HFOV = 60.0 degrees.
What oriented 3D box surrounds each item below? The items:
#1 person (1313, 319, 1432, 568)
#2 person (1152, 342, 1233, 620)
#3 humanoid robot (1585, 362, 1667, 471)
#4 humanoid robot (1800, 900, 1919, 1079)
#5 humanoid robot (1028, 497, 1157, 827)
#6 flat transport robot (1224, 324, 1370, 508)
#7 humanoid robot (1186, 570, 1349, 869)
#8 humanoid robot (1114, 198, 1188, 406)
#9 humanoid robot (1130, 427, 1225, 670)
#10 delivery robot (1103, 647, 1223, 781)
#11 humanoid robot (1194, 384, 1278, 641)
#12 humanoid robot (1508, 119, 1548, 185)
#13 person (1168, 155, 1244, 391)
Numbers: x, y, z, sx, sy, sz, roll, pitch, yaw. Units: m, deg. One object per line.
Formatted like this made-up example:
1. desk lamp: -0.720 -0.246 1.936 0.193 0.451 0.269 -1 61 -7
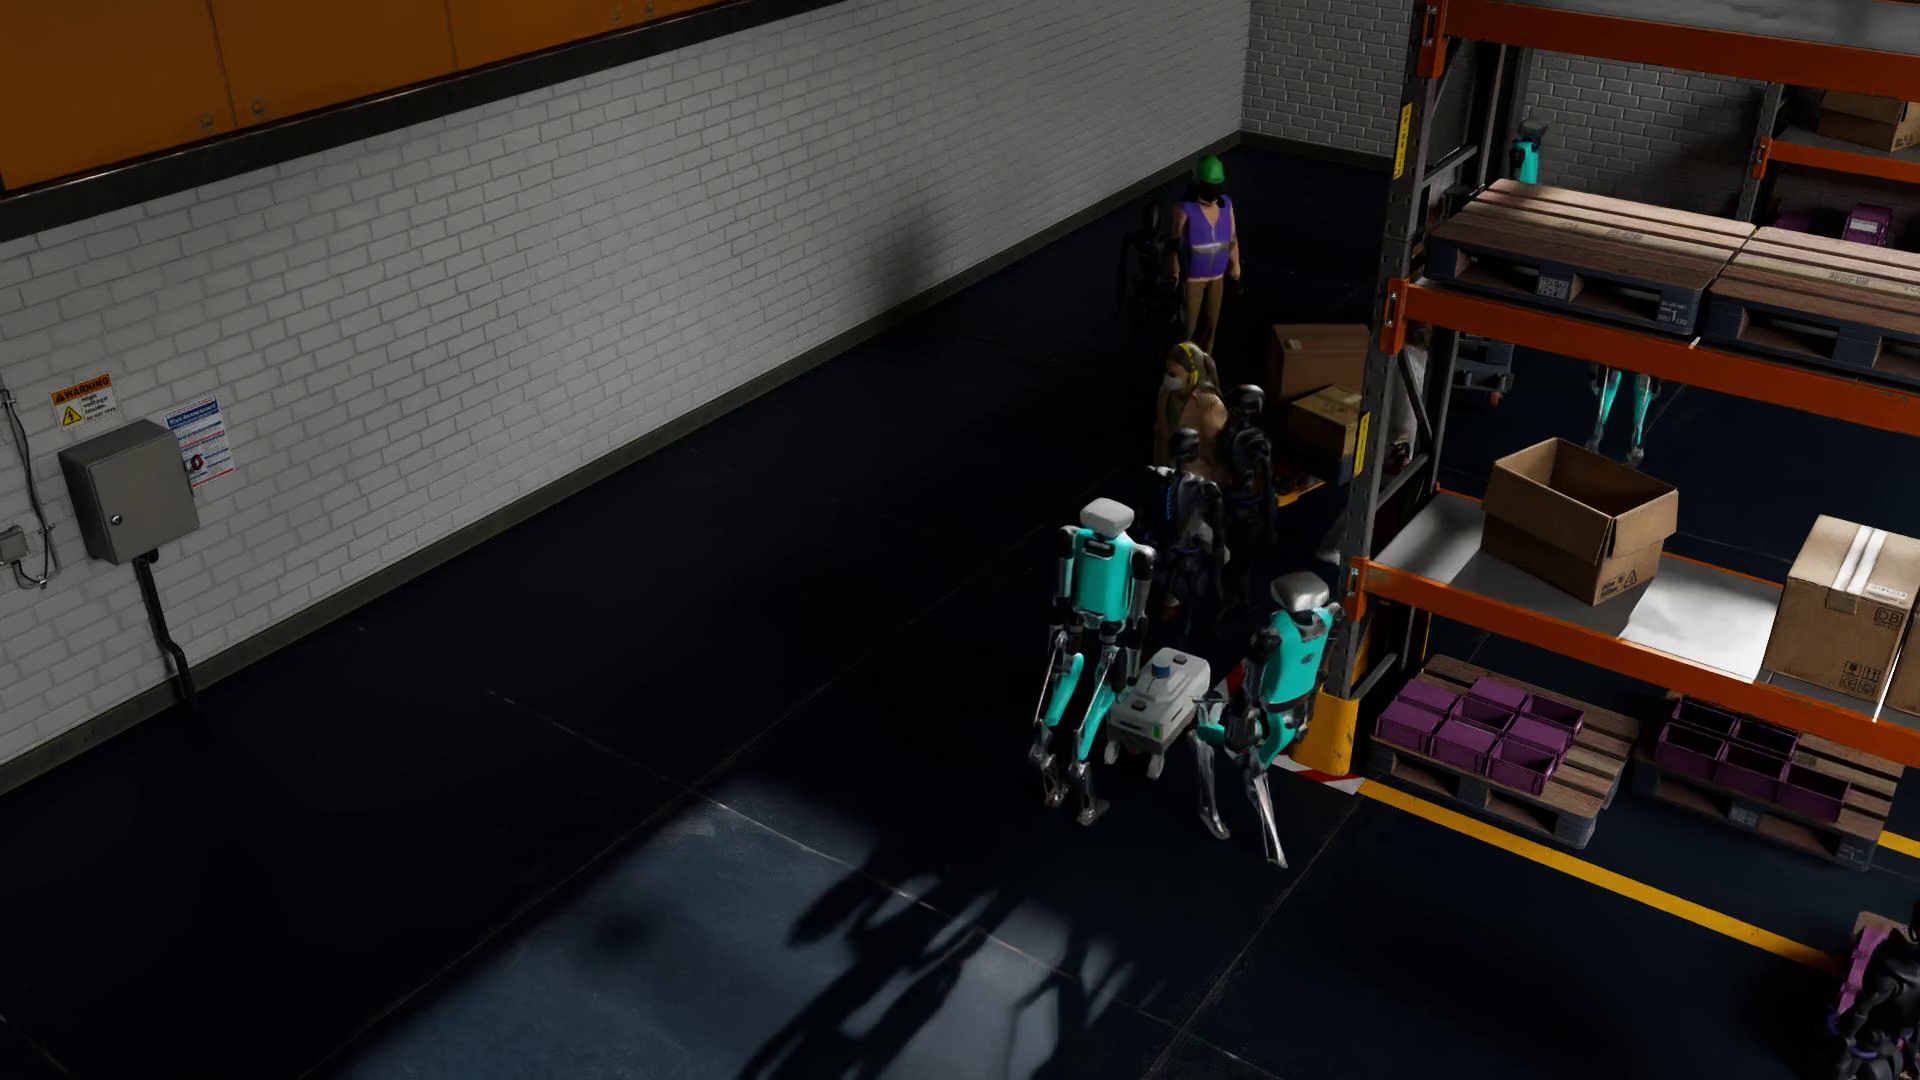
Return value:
1. person: 2.788 -0.635 10.567 0.913 1.846 0.673 4 30 7
2. person: 1.477 -0.409 10.198 0.780 1.835 0.574 -16 34 -26
3. humanoid robot: 4.590 -1.010 11.394 0.530 1.831 0.793 7 31 13
4. humanoid robot: 3.423 1.989 6.197 0.610 1.628 0.687 -15 33 -24
5. humanoid robot: 0.591 0.701 8.333 0.534 1.759 0.761 16 34 25
6. flat transport robot: 2.548 -0.642 12.153 1.431 0.231 0.659 -23 37 -34
7. humanoid robot: 1.386 0.810 8.181 0.541 1.782 0.880 -16 34 -26
8. humanoid robot: 1.481 -1.829 12.810 0.609 1.659 0.317 13 32 21
9. humanoid robot: 1.223 0.116 9.421 0.616 1.647 0.331 16 34 26
10. delivery robot: 1.103 0.916 9.180 0.499 0.611 0.814 17 34 27
11. humanoid robot: 1.705 -0.178 9.970 0.671 1.648 0.599 -15 33 -25
12. humanoid robot: 4.969 -2.712 14.303 1.055 1.749 0.546 19 35 29
13. person: 1.890 -2.048 12.941 0.561 1.924 0.494 -14 33 -23
